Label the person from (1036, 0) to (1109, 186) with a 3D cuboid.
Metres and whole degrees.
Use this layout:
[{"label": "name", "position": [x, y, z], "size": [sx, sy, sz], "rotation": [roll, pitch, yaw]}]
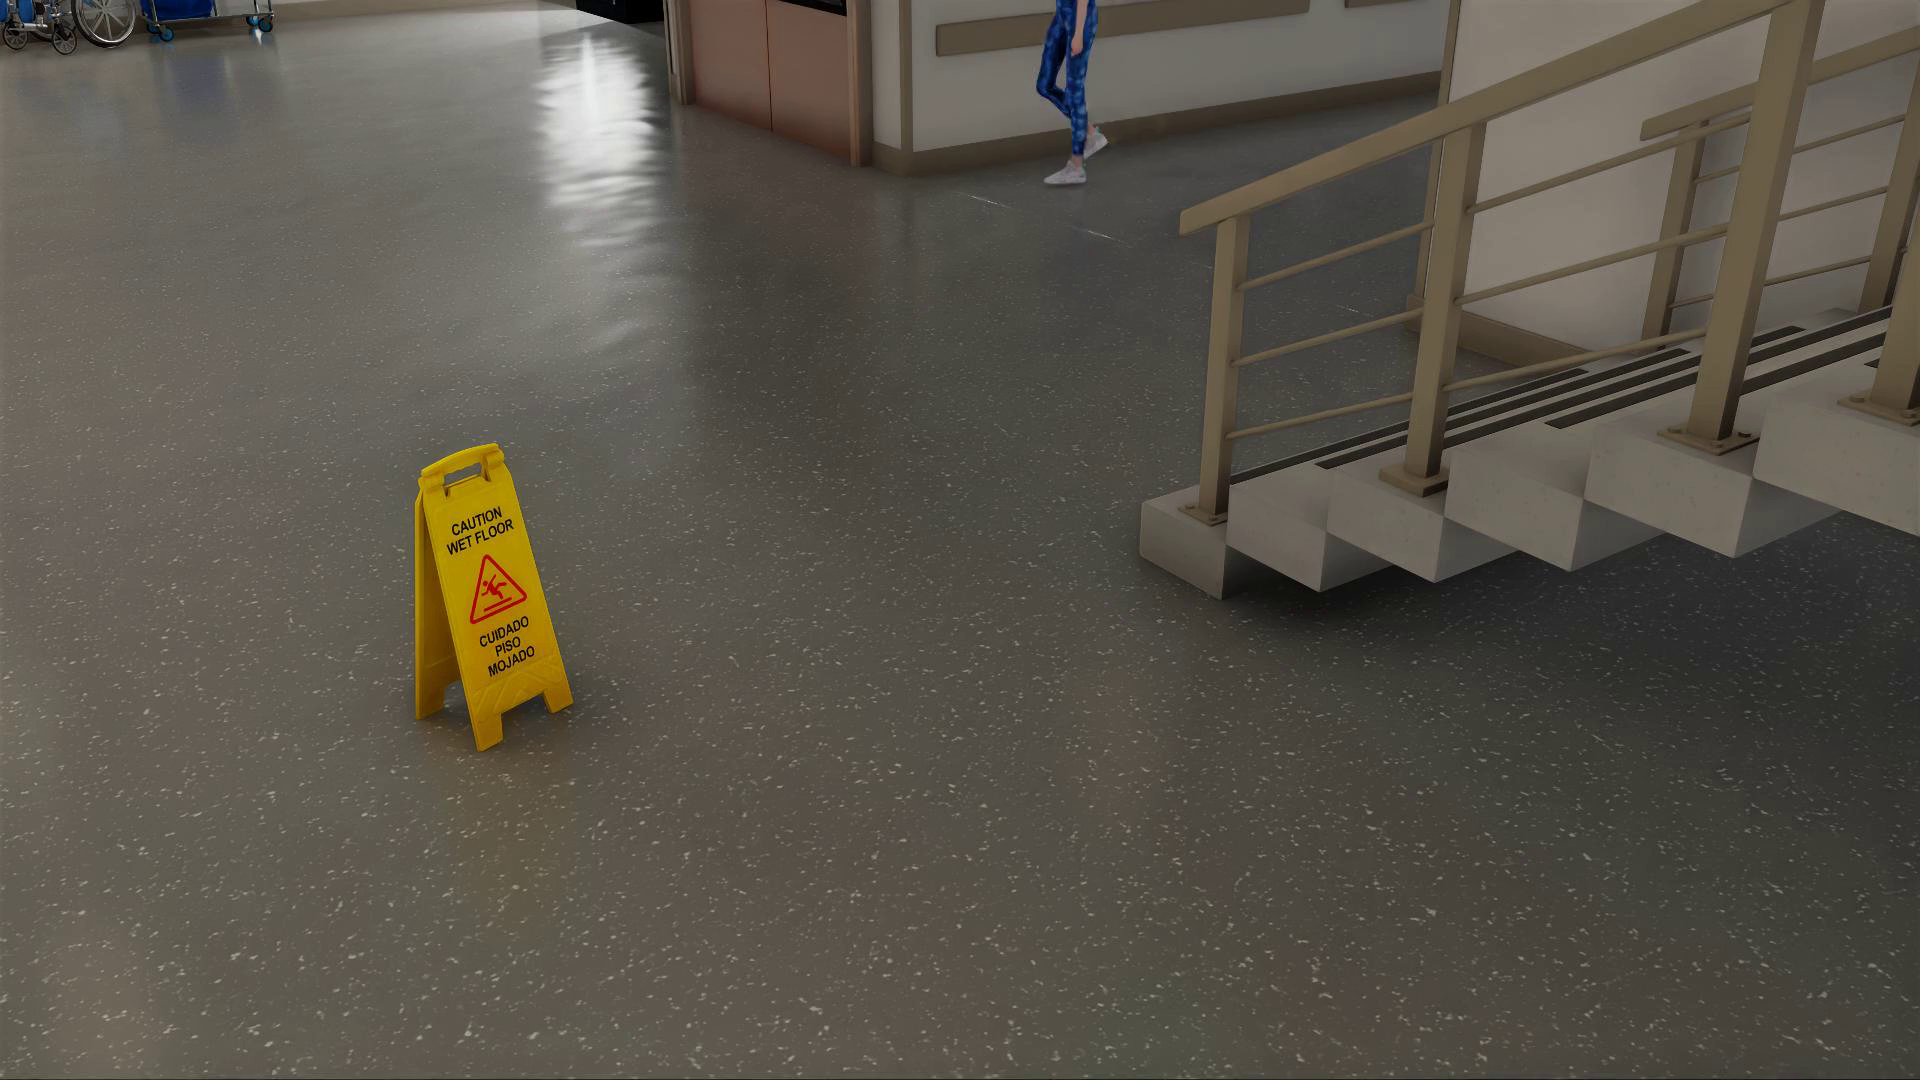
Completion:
[{"label": "person", "position": [0.755, -2.999, 9.854], "size": [0.706, 1.776, 0.686], "rotation": [-10, 28, -20]}]
